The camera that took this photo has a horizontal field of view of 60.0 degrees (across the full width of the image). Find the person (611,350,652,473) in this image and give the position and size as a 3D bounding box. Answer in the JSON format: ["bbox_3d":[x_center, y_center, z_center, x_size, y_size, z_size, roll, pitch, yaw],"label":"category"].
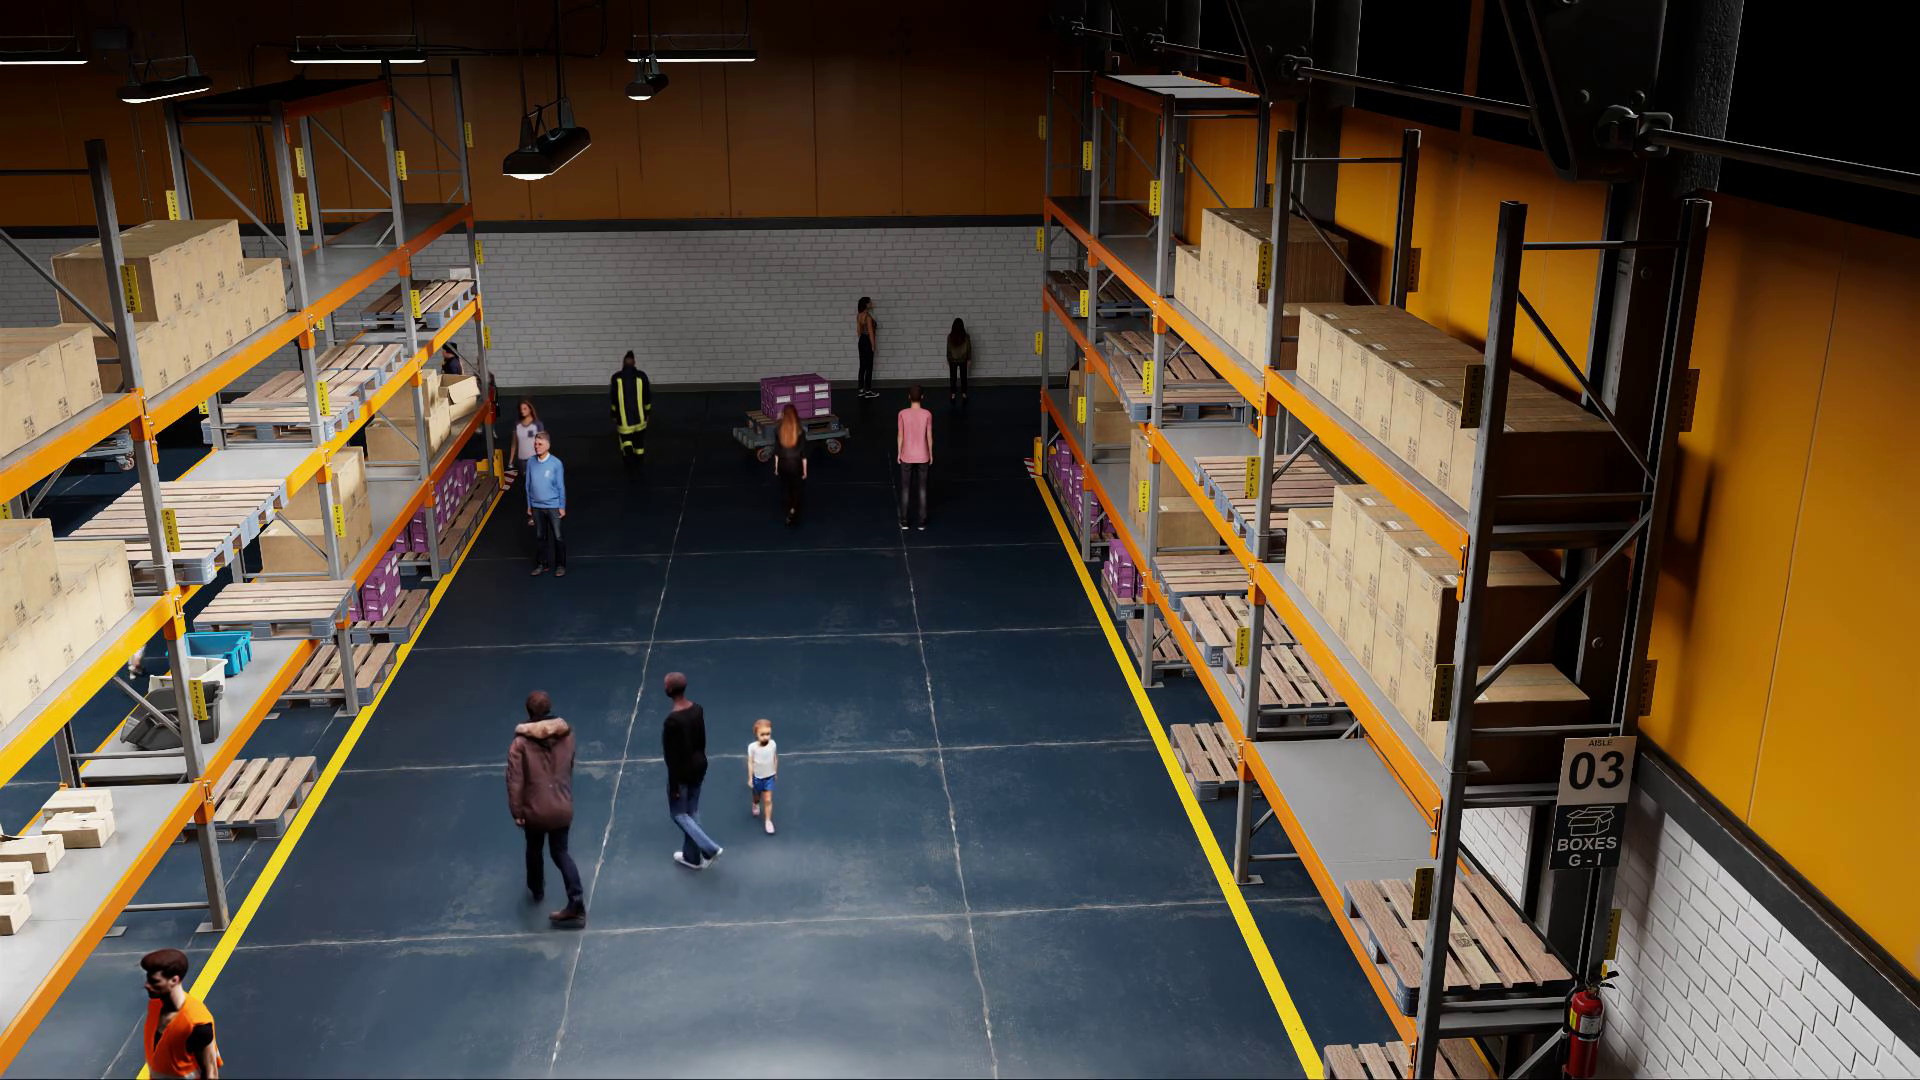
[{"bbox_3d":[-4.875,-1.882,24.631,0.876,1.847,0.969,-6,20,-18],"label":"person"}]

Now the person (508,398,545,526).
[{"bbox_3d":[-5.776,-1.095,22.507,0.782,1.712,0.898,6,20,18],"label":"person"}]

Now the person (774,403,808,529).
[{"bbox_3d":[-2.276,-0.943,22.076,0.728,1.698,0.868,3,19,9],"label":"person"}]

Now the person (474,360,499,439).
[{"bbox_3d":[-7.645,-2.290,26.706,0.728,1.295,0.868,-12,22,-31],"label":"person"}]

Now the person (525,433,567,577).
[{"bbox_3d":[-5.078,-0.456,20.440,0.715,1.820,0.666,4,19,11],"label":"person"}]

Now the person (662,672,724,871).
[{"bbox_3d":[-2.156,1.917,13.530,0.923,1.733,0.879,13,22,33],"label":"person"}]

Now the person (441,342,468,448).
[{"bbox_3d":[-7.914,-2.276,26.079,0.783,1.671,0.595,-4,19,-11],"label":"person"}]

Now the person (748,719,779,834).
[{"bbox_3d":[-1.716,2.008,14.389,0.498,1.012,0.689,-6,20,-18],"label":"person"}]

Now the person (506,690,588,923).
[{"bbox_3d":[-3.174,2.113,12.860,1.064,1.789,1.198,-16,25,-40],"label":"person"}]

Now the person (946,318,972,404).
[{"bbox_3d":[-0.030,-3.132,28.925,0.593,1.475,0.501,-1,19,-2],"label":"person"}]

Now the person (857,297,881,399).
[{"bbox_3d":[-1.658,-3.409,29.286,0.747,1.770,0.636,-13,23,-34],"label":"person"}]

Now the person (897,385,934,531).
[{"bbox_3d":[-0.604,-1.099,22.131,0.627,1.958,0.560,-1,19,-3],"label":"person"}]

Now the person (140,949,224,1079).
[{"bbox_3d":[-4.424,3.173,9.557,0.794,1.889,0.836,12,22,32],"label":"person"}]
